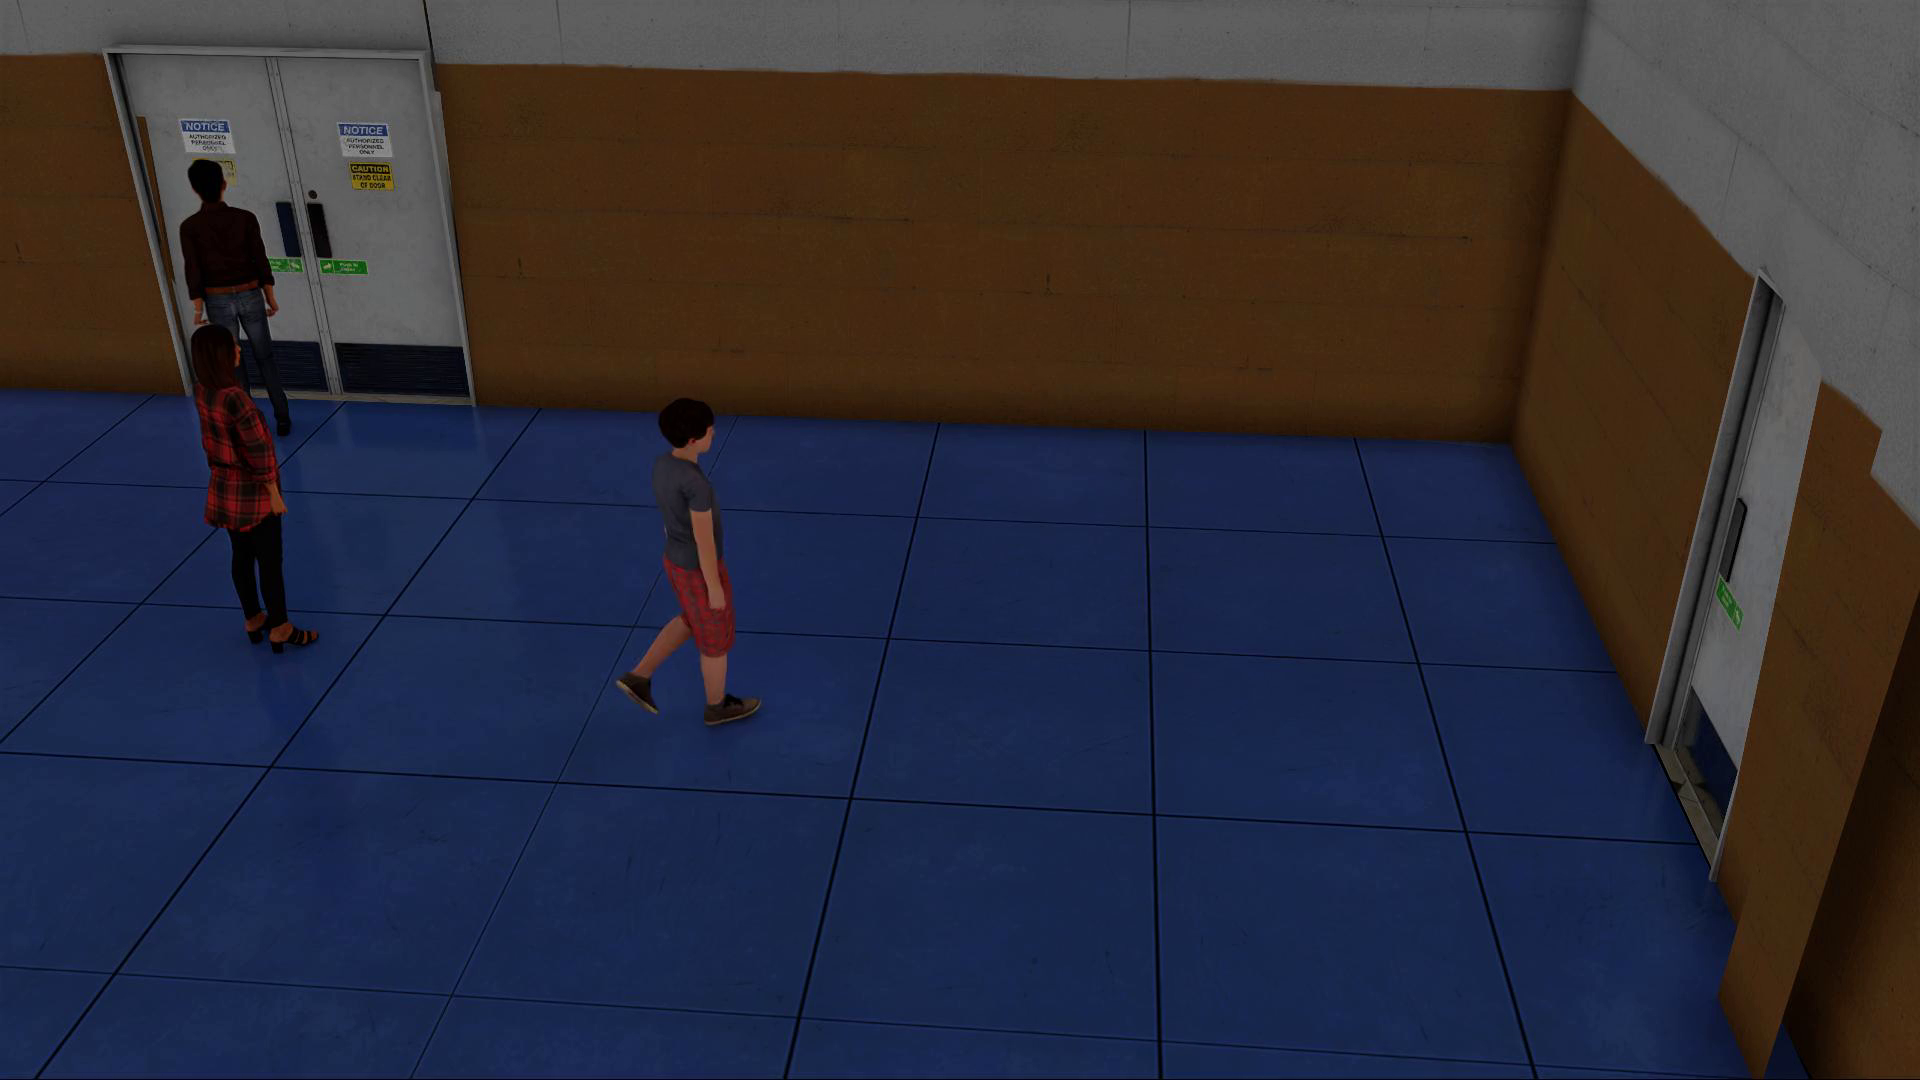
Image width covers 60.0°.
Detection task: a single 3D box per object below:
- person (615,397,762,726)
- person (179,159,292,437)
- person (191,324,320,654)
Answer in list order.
[{"bbox_3d":[-1.255,0.156,7.426,0.911,1.635,0.924,-14,32,-24],"label":"person"},{"bbox_3d":[-4.462,-1.455,10.248,0.717,1.772,0.740,-17,33,-29],"label":"person"},{"bbox_3d":[-3.485,-0.246,8.105,0.705,1.702,0.717,19,34,30],"label":"person"}]
